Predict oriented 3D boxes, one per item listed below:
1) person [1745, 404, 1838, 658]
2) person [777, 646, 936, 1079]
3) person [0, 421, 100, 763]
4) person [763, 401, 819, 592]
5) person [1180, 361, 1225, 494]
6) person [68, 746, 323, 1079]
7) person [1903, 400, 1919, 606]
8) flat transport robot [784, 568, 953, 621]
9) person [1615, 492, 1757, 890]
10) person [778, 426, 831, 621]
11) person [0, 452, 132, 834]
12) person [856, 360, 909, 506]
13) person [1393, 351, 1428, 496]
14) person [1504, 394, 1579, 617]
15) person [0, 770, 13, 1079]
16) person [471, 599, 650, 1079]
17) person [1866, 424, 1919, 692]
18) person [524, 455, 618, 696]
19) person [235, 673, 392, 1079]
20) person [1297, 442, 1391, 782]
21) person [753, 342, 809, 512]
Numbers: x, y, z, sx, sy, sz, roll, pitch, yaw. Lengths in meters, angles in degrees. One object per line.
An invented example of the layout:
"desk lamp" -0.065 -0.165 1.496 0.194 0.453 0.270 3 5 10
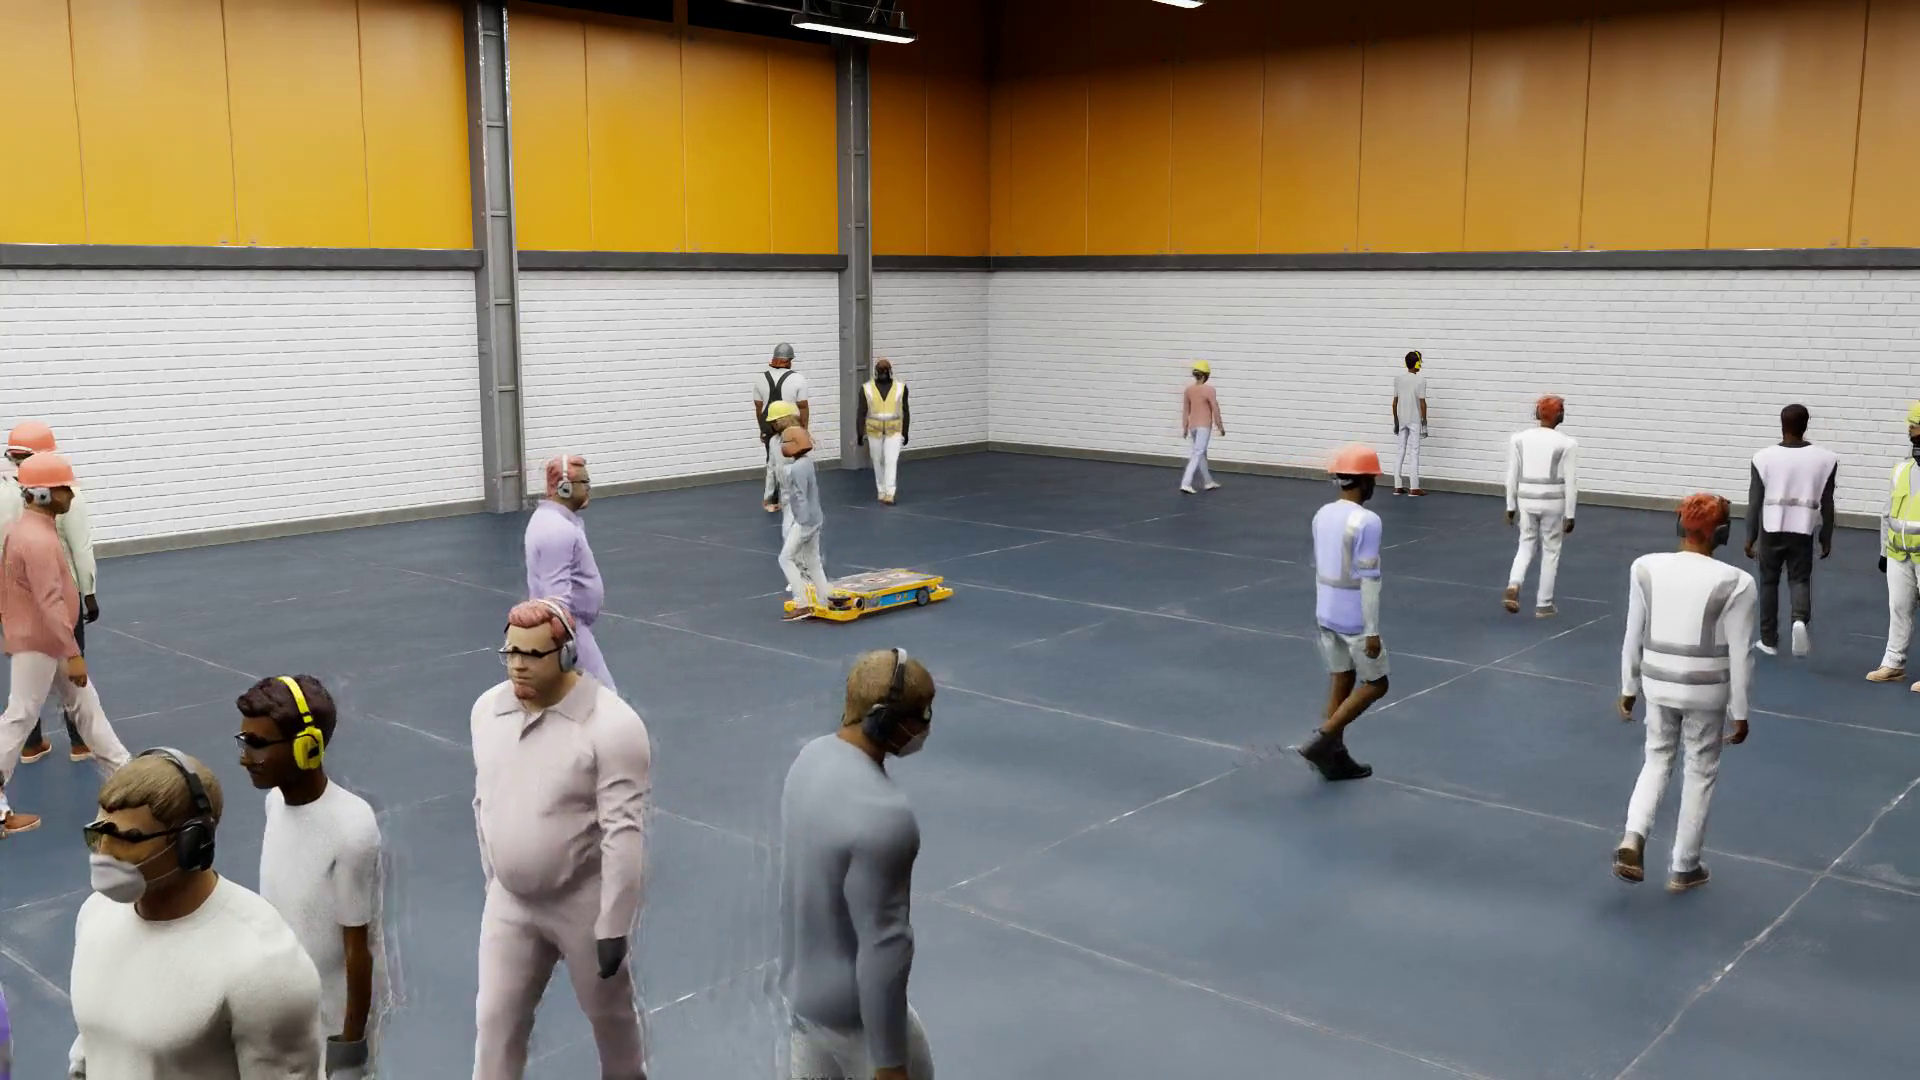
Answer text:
"person" 6.110 -0.056 12.253 0.600 1.892 0.690 3 9 16
"person" -0.378 1.214 4.331 0.869 1.889 0.687 -4 10 -24
"person" -5.326 0.306 9.675 0.609 1.996 0.379 -1 9 -5
"person" -1.543 -0.396 14.952 0.596 1.710 0.504 -8 12 -41
"person" 3.146 -1.471 21.695 0.873 1.725 0.531 -6 11 -34
"person" -1.520 1.351 3.294 0.630 1.940 0.373 5 10 27
"person" 8.252 -0.313 14.206 0.504 1.788 0.615 4 10 24
"flat transport robot" -0.762 0.448 14.183 0.652 0.197 1.431 7 12 39
"person" 3.279 0.708 7.553 0.552 1.866 0.596 -8 12 -42
"person" -1.300 -0.119 13.538 0.525 1.608 0.565 1 9 4
"person" -4.615 0.515 8.538 1.049 1.932 0.661 -5 10 -29
"person" -0.958 -1.338 20.650 0.650 1.789 0.979 0 9 0
"person" 5.800 -1.497 21.396 0.328 1.872 0.514 -8 12 -40
"person" 4.757 -0.263 13.654 0.591 1.865 0.597 8 12 41
"person" -2.219 1.364 3.696 1.013 1.778 0.562 -8 12 -42
"person" -1.276 1.110 5.057 0.663 1.862 0.893 3 10 21
"person" 6.564 0.116 11.362 0.429 1.839 0.634 -4 10 -25
"person" -2.002 0.486 8.873 0.688 1.883 0.680 -3 10 -19
"person" -1.642 1.248 4.231 0.511 1.856 0.374 7 12 39
"person" 2.132 0.421 9.194 0.466 1.918 0.563 -3 10 -21
"person" -2.090 -1.348 19.920 0.676 2.000 0.536 3 10 20
